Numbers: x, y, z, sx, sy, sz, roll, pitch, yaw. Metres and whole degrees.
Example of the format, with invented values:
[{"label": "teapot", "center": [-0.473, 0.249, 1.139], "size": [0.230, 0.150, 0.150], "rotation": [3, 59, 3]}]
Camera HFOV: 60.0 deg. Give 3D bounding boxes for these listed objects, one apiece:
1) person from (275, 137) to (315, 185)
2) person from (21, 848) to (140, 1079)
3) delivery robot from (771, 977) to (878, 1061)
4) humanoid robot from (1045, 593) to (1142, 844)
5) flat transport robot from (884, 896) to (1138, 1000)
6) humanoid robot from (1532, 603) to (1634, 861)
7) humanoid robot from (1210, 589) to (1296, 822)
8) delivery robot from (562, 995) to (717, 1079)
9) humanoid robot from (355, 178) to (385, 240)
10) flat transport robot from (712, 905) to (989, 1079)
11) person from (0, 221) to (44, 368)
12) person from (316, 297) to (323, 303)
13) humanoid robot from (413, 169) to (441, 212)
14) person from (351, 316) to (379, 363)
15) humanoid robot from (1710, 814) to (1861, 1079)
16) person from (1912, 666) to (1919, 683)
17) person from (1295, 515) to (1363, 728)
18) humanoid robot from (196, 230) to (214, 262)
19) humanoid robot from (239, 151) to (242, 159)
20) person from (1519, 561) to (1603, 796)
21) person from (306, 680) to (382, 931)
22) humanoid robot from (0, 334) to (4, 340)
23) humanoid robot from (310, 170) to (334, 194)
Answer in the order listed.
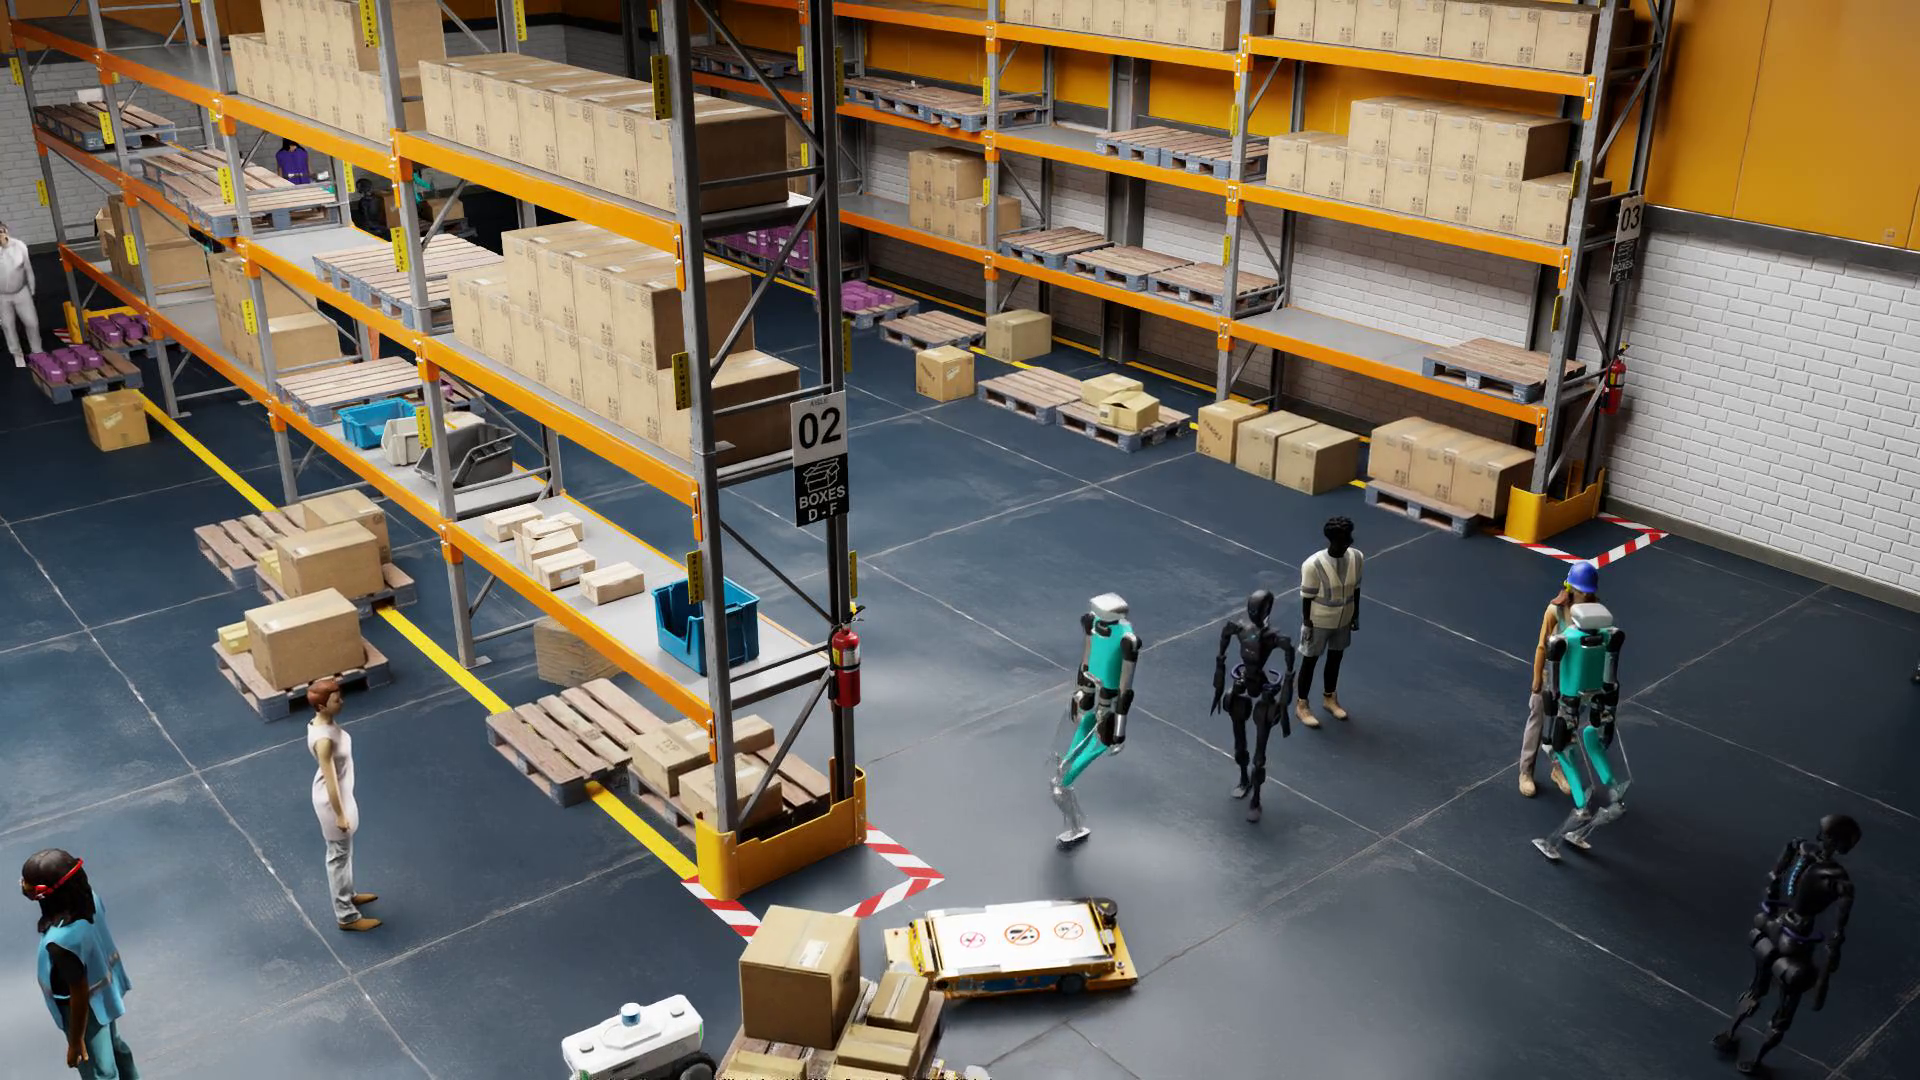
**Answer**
[{"label": "person", "center": [-10.557, -5.598, 26.510], "size": [0.534, 1.930, 0.423], "rotation": [-10, 25, -22]}, {"label": "person", "center": [-4.304, 2.334, 8.223], "size": [0.379, 1.865, 0.539], "rotation": [-6, 24, -14]}, {"label": "delivery robot", "center": [-0.725, 2.680, 9.038], "size": [0.499, 0.563, 0.738], "rotation": [12, 26, 25]}, {"label": "humanoid robot", "center": [0.766, 1.252, 10.927], "size": [0.762, 1.797, 0.539], "rotation": [-14, 27, -28]}, {"label": "flat transport robot", "center": [0.290, 2.460, 9.946], "size": [1.431, 0.231, 0.659], "rotation": [-3, 24, -8]}, {"label": "humanoid robot", "center": [4.070, 1.303, 10.696], "size": [0.539, 1.732, 0.696], "rotation": [-6, 24, -13]}, {"label": "humanoid robot", "center": [1.993, 1.087, 11.353], "size": [0.591, 1.645, 0.534], "rotation": [13, 26, 27]}, {"label": "delivery robot", "center": [-1.723, 2.746, 8.920], "size": [0.768, 0.591, 0.499], "rotation": [-15, 27, -30]}, {"label": "humanoid robot", "center": [-8.485, -4.388, 24.024], "size": [0.348, 1.652, 0.588], "rotation": [-4, 24, -8]}, {"label": "flat transport robot", "center": [-0.595, 2.969, 8.767], "size": [1.431, 0.231, 0.659], "rotation": [5, 24, 12]}, {"label": "person", "center": [-11.748, -3.015, 20.593], "size": [0.640, 1.883, 0.747], "rotation": [-16, 28, -33]}, {"label": "person", "center": [-9.028, -4.122, 23.376], "size": [0.869, 1.696, 0.621], "rotation": [9, 25, 20]}, {"label": "humanoid robot", "center": [-9.049, -6.094, 27.976], "size": [1.016, 1.783, 0.533], "rotation": [8, 25, 19]}, {"label": "person", "center": [-7.174, -2.725, 20.078], "size": [0.495, 1.759, 0.335], "rotation": [14, 27, 29]}, {"label": "humanoid robot", "center": [4.405, 2.155, 8.878], "size": [0.426, 1.637, 0.609], "rotation": [-5, 24, -11]}, {"label": "person", "center": [7.815, 0.264, 12.954], "size": [0.547, 1.924, 0.387], "rotation": [13, 27, 28]}, {"label": "person", "center": [2.767, 0.596, 12.468], "size": [0.533, 1.691, 0.320], "rotation": [-10, 25, -22]}, {"label": "humanoid robot", "center": [-10.636, -3.997, 23.074], "size": [0.757, 1.791, 0.530], "rotation": [-3, 24, -8]}, {"label": "humanoid robot", "center": [-11.241, -5.301, 26.147], "size": [0.584, 1.647, 0.374], "rotation": [14, 27, 29]}, {"label": "person", "center": [4.202, 0.958, 11.520], "size": [0.463, 1.777, 0.326], "rotation": [-1, 23, -2]}, {"label": "person", "center": [-3.800, 1.603, 10.173], "size": [0.283, 1.660, 0.443], "rotation": [-8, 25, -18]}, {"label": "humanoid robot", "center": [-12.967, -3.252, 21.466], "size": [0.598, 1.618, 0.798], "rotation": [18, 29, 36]}, {"label": "humanoid robot", "center": [-9.310, -4.472, 24.203], "size": [0.713, 1.841, 0.551], "rotation": [13, 27, 28]}]
